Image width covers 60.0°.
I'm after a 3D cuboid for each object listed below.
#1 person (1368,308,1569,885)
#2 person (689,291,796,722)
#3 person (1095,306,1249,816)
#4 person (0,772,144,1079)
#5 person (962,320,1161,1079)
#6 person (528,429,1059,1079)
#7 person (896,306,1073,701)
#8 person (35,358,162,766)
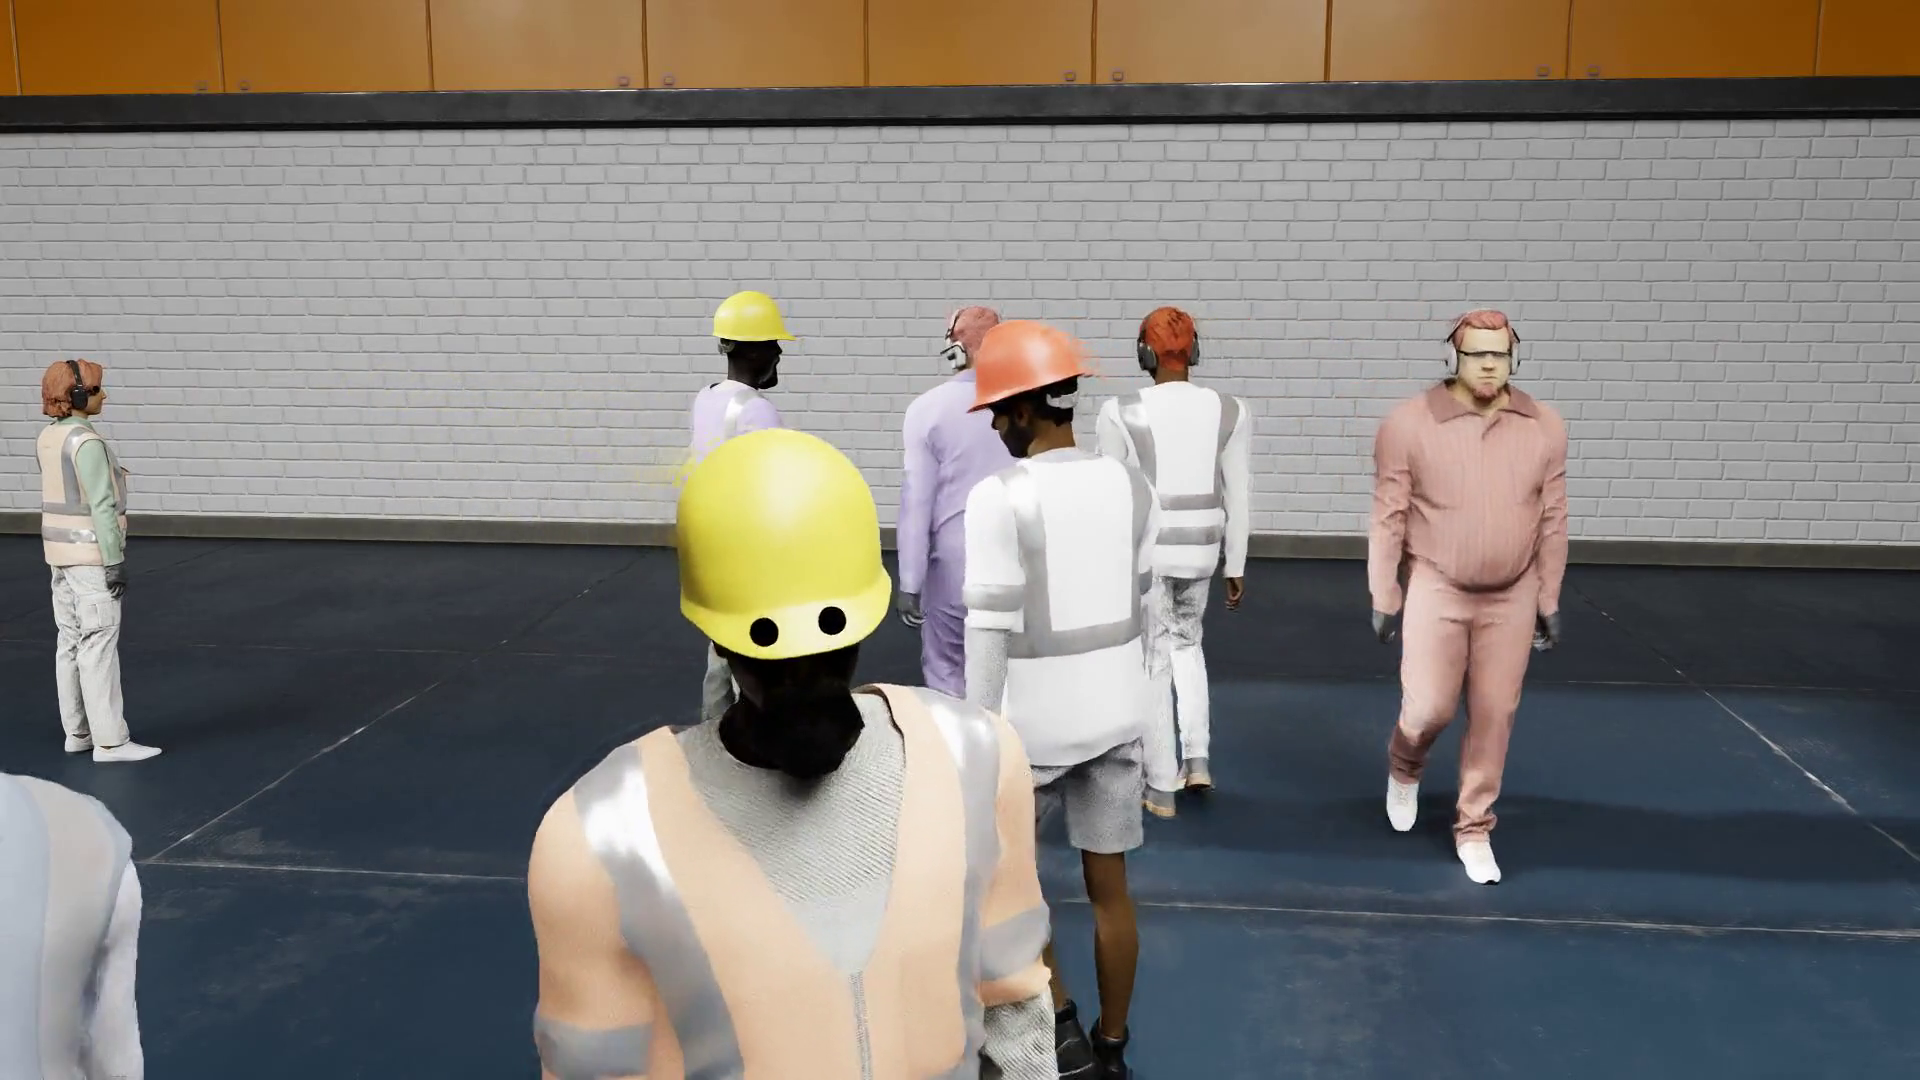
[{"bbox_3d":[1.693,0.172,5.569,0.646,1.891,0.519,0,10,0],"label":"person"},{"bbox_3d":[-0.761,0.073,6.015,0.371,1.929,0.585,-6,12,-32],"label":"person"},{"bbox_3d":[0.752,0.080,6.138,0.579,1.868,0.440,-3,10,-17],"label":"person"},{"bbox_3d":[-1.173,0.875,1.831,0.526,1.788,0.622,7,12,35],"label":"person"},{"bbox_3d":[0.232,0.435,3.993,0.581,1.906,0.468,-6,11,-30],"label":"person"},{"bbox_3d":[-0.200,0.796,1.972,0.600,1.898,0.688,-5,11,-28],"label":"person"},{"bbox_3d":[0.061,0.103,5.997,0.691,1.865,0.773,-4,11,-20],"label":"person"},{"bbox_3d":[-3.531,0.092,6.732,0.511,1.641,0.309,8,13,39],"label":"person"}]
